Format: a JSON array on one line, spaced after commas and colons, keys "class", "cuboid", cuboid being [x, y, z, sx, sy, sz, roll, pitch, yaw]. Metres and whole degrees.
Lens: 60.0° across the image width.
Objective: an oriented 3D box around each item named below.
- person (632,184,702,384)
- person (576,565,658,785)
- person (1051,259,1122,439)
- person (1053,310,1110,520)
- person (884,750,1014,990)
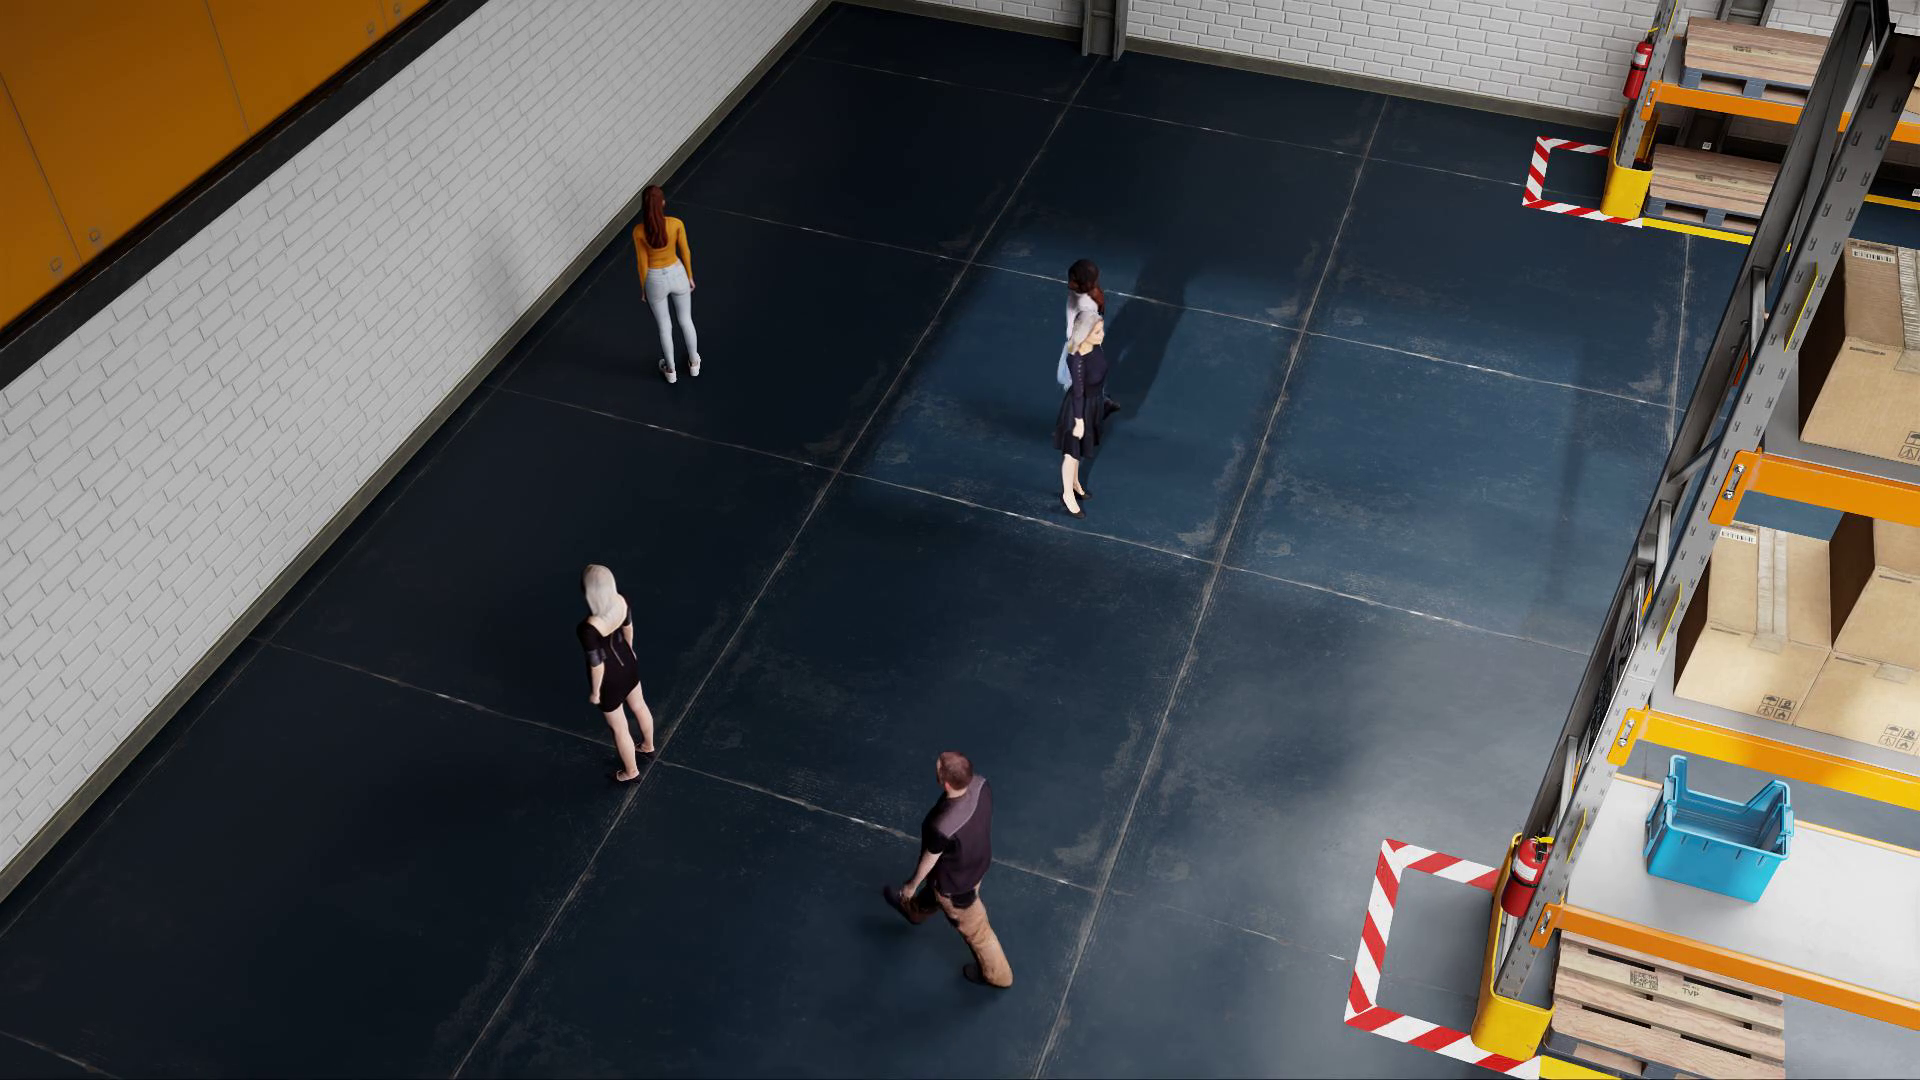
[{"class": "person", "cuboid": [-2.306, -2.011, 13.055, 0.663, 1.749, 0.736, -15, 46, -15]}, {"class": "person", "cuboid": [-2.079, 0.807, 10.039, 0.524, 1.830, 0.595, 18, 47, 18]}, {"class": "person", "cuboid": [0.977, -1.412, 12.457, 0.870, 1.708, 0.772, 0, 44, 0]}, {"class": "person", "cuboid": [0.882, -0.915, 11.907, 0.550, 1.746, 0.589, 13, 45, 14]}, {"class": "person", "cuboid": [0.069, 1.831, 8.992, 1.192, 1.791, 0.807, 20, 47, 20]}]
